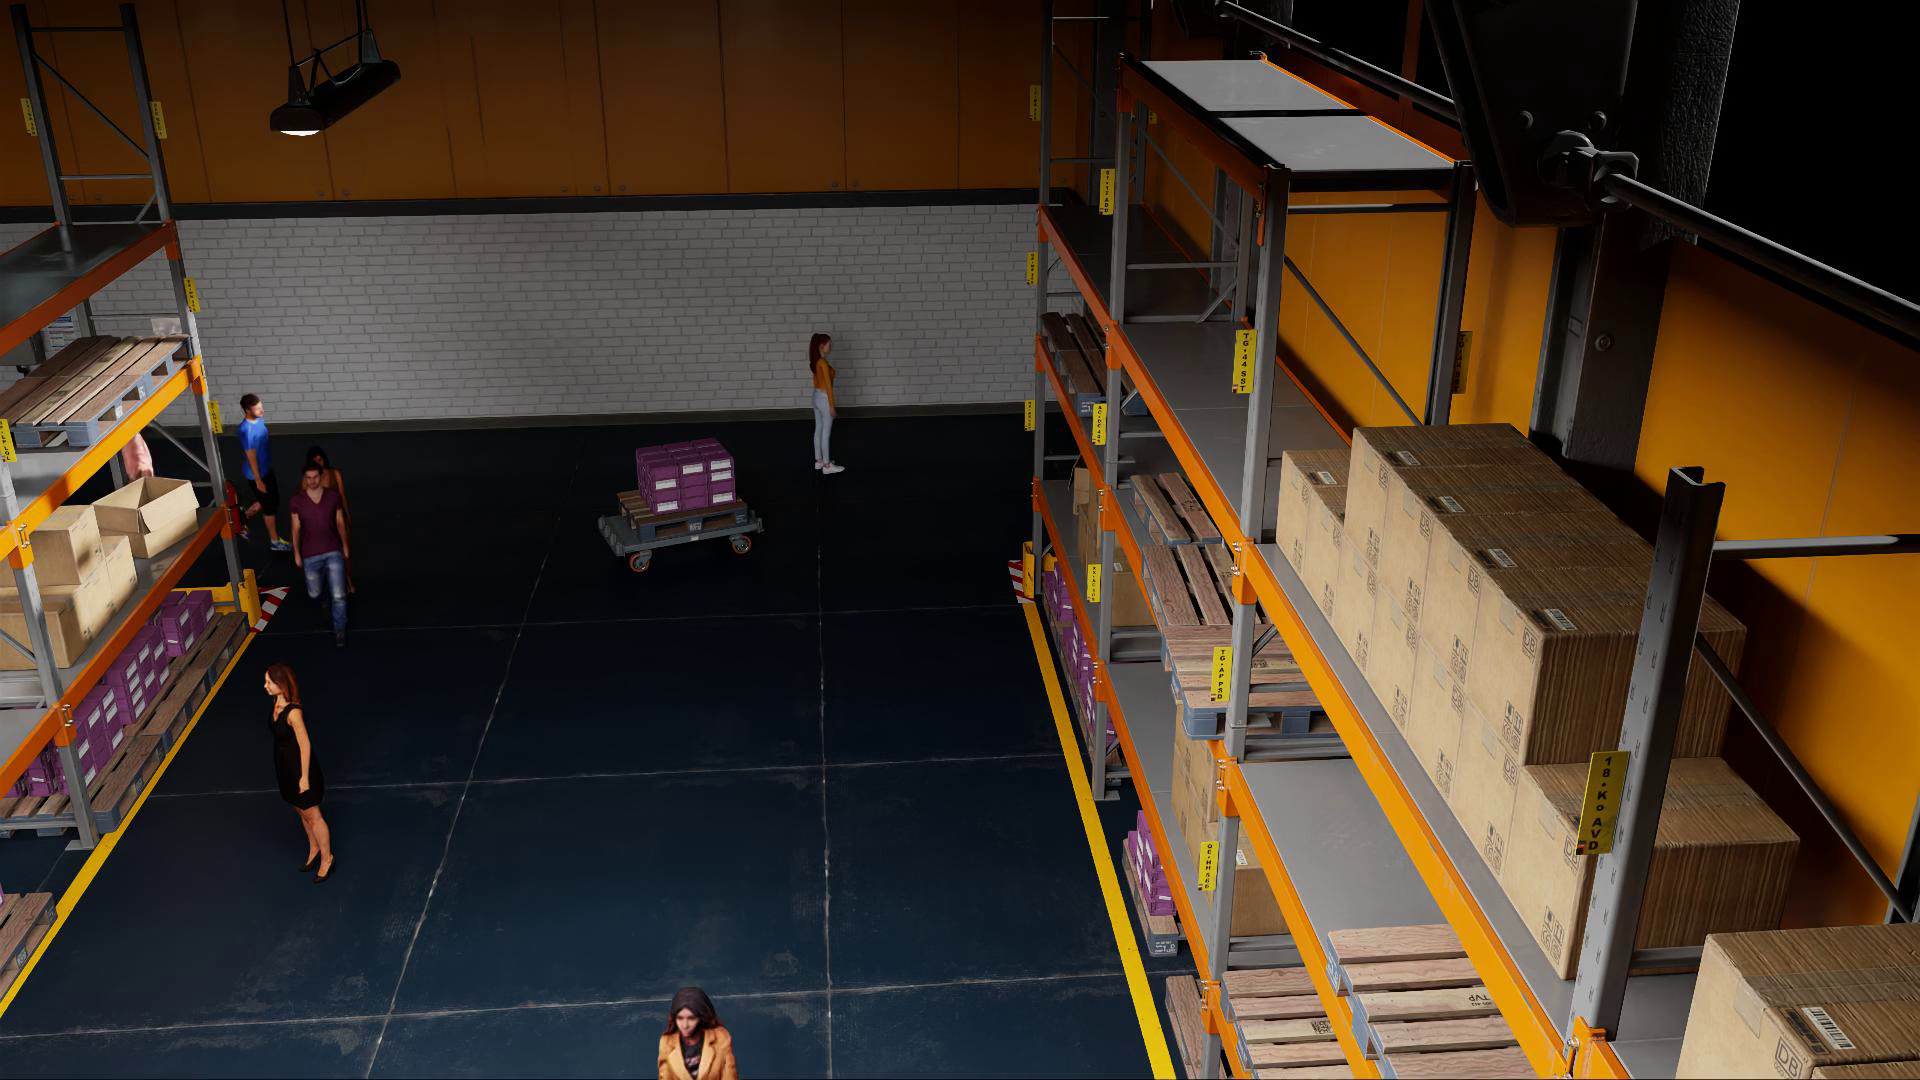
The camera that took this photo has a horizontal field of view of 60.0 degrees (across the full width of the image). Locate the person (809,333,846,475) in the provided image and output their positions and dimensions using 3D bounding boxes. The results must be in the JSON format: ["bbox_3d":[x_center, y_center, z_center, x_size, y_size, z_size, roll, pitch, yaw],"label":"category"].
[{"bbox_3d":[-1.685,-1.685,20.423,0.728,1.756,0.615,-11,26,-24],"label":"person"}]

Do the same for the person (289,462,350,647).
[{"bbox_3d":[-6.251,0.083,16.284,0.818,1.832,1.108,-8,25,-17],"label":"person"}]

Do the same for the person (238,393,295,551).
[{"bbox_3d":[-7.708,-0.707,18.079,0.703,1.841,0.874,-2,24,-6],"label":"person"}]

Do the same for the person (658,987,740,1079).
[{"bbox_3d":[-1.428,3.194,9.325,0.698,1.705,0.948,0,24,-1],"label":"person"}]

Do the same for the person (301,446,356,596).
[{"bbox_3d":[-6.525,-0.209,17.150,0.688,1.673,0.721,-14,27,-29],"label":"person"}]

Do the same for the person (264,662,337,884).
[{"bbox_3d":[-4.961,1.748,12.473,0.726,1.834,0.645,-20,31,-39],"label":"person"}]
